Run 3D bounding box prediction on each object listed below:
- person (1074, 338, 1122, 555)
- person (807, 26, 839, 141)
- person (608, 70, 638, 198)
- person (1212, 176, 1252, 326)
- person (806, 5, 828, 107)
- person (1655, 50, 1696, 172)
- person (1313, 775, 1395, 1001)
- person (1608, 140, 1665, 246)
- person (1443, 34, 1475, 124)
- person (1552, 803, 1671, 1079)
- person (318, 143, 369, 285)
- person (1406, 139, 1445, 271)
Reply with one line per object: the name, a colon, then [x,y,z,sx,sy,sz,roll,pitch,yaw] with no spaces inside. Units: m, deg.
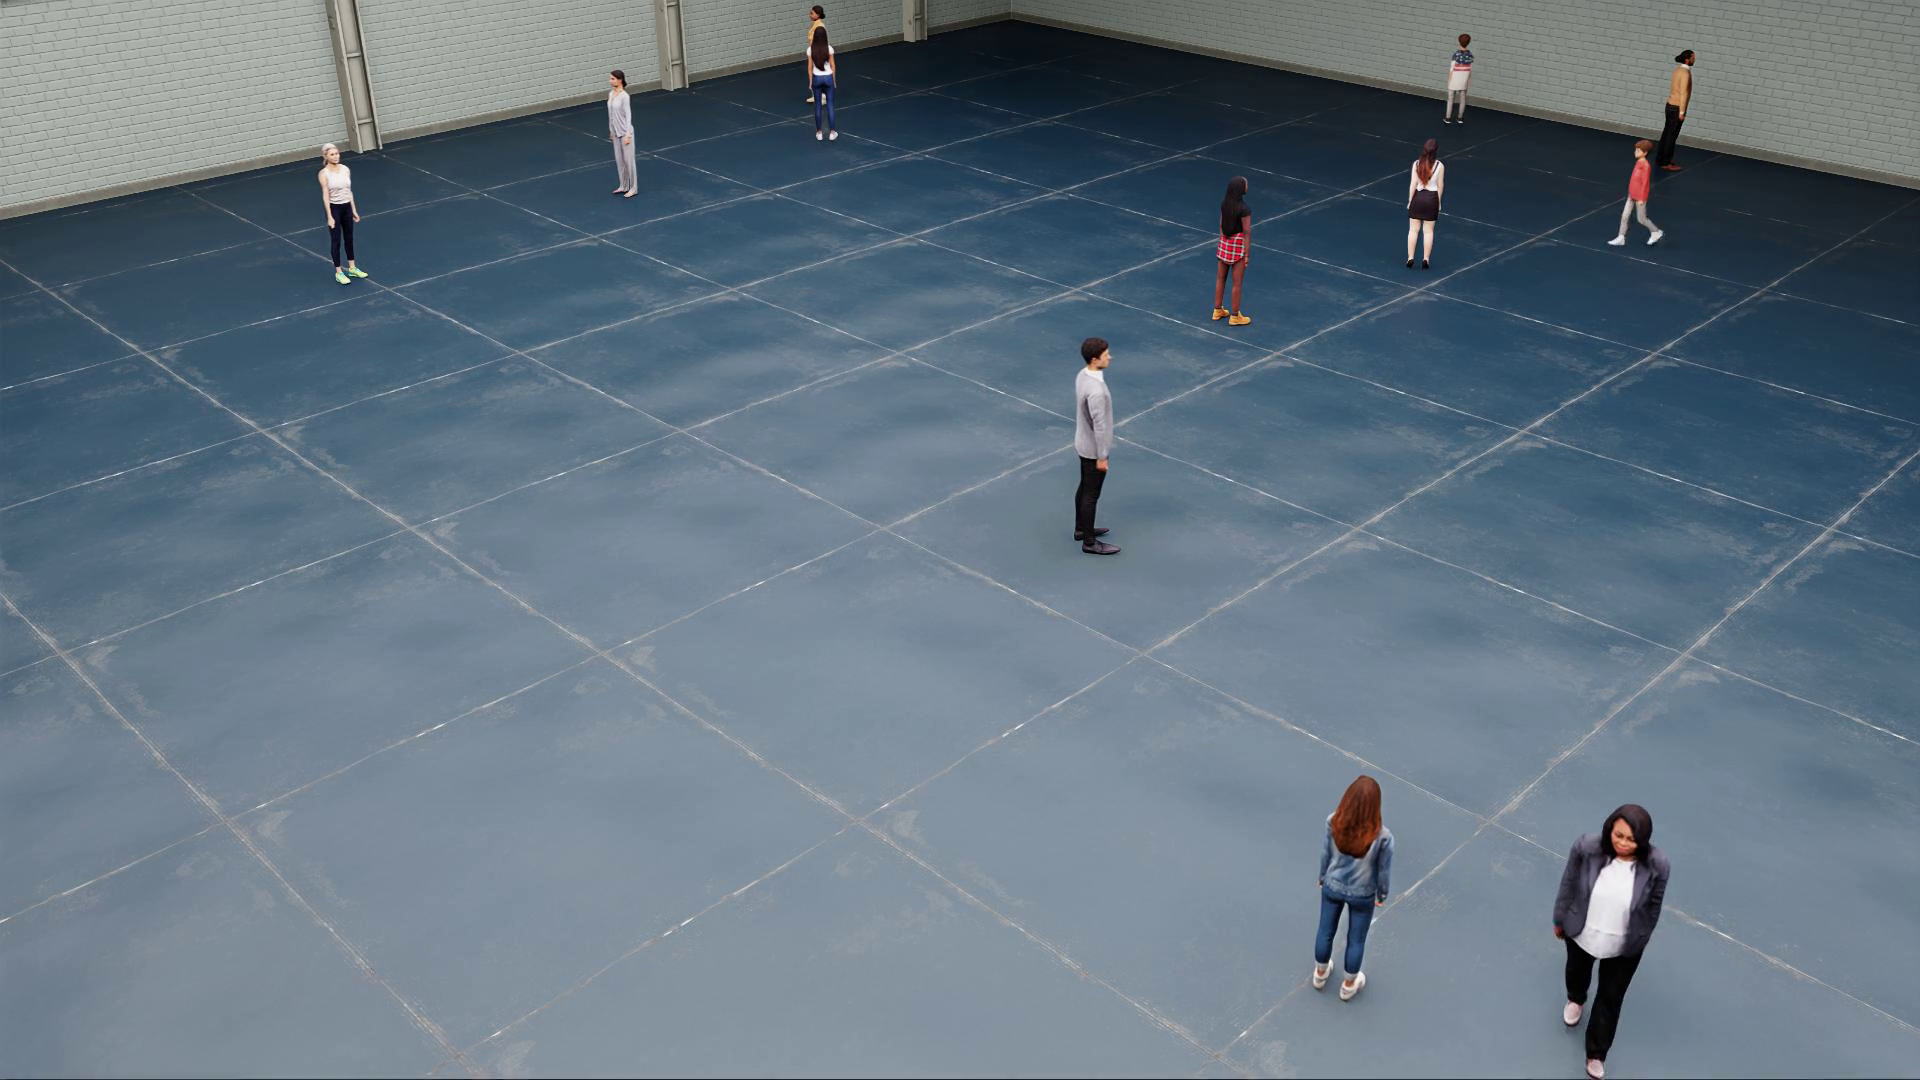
person: [1.126,-0.821,14.197,0.860,1.923,0.837,-4,28,-7]
person: [-2.182,-7.274,26.473,0.660,1.774,0.719,0,28,0]
person: [-4.809,-5.812,23.729,0.577,1.773,0.512,24,36,38]
person: [3.145,-3.337,19.129,0.620,1.729,0.626,-20,34,-33]
person: [-2.442,-8.354,28.622,0.611,1.660,0.619,-19,33,-31]
person: [10.763,-6.474,24.993,0.818,1.754,0.739,3,28,6]
person: [2.207,1.967,9.438,0.606,1.475,0.587,14,31,24]
person: [8.919,-4.491,21.658,0.965,1.388,0.856,-3,28,-6]
person: [8.263,-7.639,27.514,0.568,1.440,0.629,-1,28,-1]
person: [3.544,2.088,9.119,0.878,1.562,1.061,12,30,22]
person: [-7.640,-4.040,20.478,0.699,1.701,0.543,16,32,28]
person: [5.816,-4.209,20.850,0.633,1.648,0.649,8,29,15]
